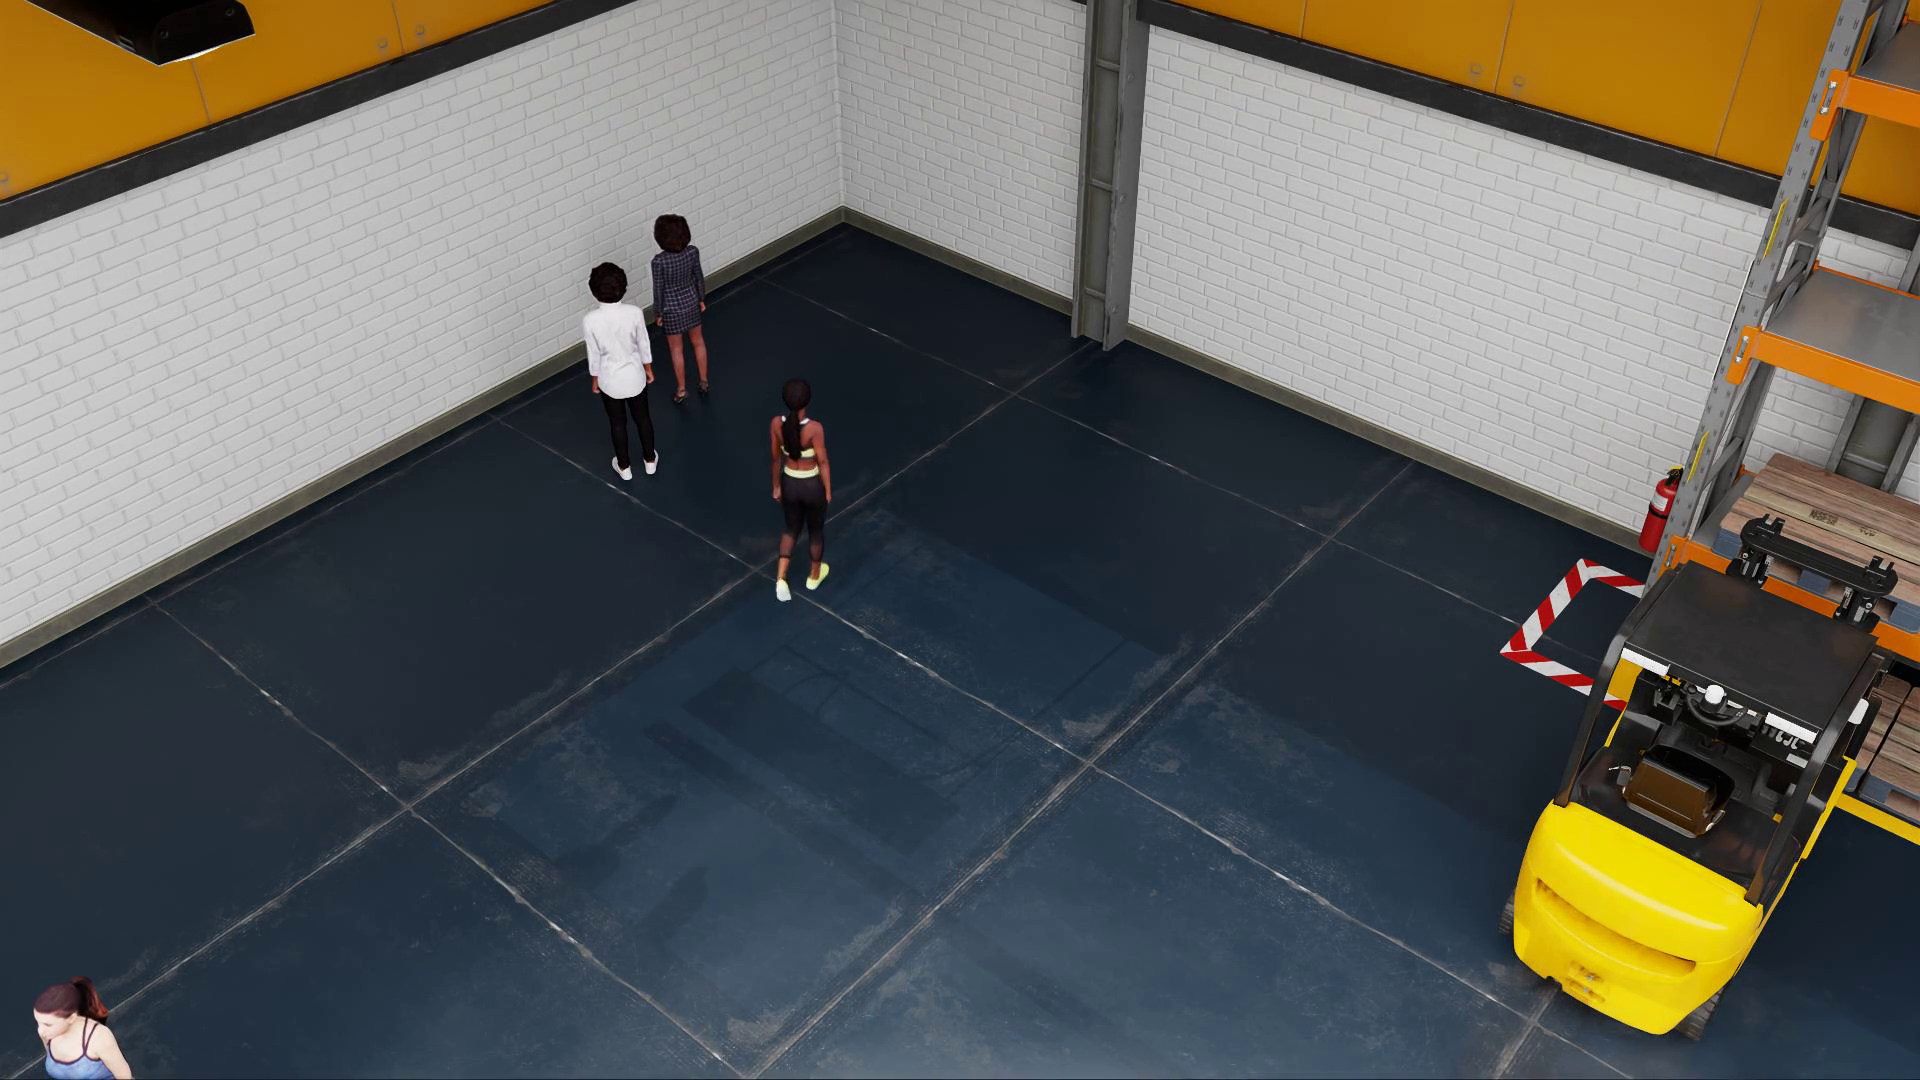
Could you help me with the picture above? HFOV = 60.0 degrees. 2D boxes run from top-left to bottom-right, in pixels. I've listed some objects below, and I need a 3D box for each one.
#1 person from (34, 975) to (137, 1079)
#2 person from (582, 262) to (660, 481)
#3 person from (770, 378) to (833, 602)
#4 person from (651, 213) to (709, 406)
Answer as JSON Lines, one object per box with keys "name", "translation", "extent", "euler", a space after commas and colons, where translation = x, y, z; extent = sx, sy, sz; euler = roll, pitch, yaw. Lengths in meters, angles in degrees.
{"name": "person", "translation": [-3.987, 2.607, 7.767], "extent": [0.604, 1.610, 0.705], "euler": [10, 40, 13]}
{"name": "person", "translation": [-2.531, -1.253, 12.442], "extent": [0.727, 1.810, 0.736], "euler": [-13, 41, -16]}
{"name": "person", "translation": [-1.095, -0.275, 11.276], "extent": [0.906, 1.736, 0.827], "euler": [11, 40, 14]}
{"name": "person", "translation": [-2.223, -1.835, 13.260], "extent": [0.658, 1.698, 0.618], "euler": [-26, 45, -29]}
